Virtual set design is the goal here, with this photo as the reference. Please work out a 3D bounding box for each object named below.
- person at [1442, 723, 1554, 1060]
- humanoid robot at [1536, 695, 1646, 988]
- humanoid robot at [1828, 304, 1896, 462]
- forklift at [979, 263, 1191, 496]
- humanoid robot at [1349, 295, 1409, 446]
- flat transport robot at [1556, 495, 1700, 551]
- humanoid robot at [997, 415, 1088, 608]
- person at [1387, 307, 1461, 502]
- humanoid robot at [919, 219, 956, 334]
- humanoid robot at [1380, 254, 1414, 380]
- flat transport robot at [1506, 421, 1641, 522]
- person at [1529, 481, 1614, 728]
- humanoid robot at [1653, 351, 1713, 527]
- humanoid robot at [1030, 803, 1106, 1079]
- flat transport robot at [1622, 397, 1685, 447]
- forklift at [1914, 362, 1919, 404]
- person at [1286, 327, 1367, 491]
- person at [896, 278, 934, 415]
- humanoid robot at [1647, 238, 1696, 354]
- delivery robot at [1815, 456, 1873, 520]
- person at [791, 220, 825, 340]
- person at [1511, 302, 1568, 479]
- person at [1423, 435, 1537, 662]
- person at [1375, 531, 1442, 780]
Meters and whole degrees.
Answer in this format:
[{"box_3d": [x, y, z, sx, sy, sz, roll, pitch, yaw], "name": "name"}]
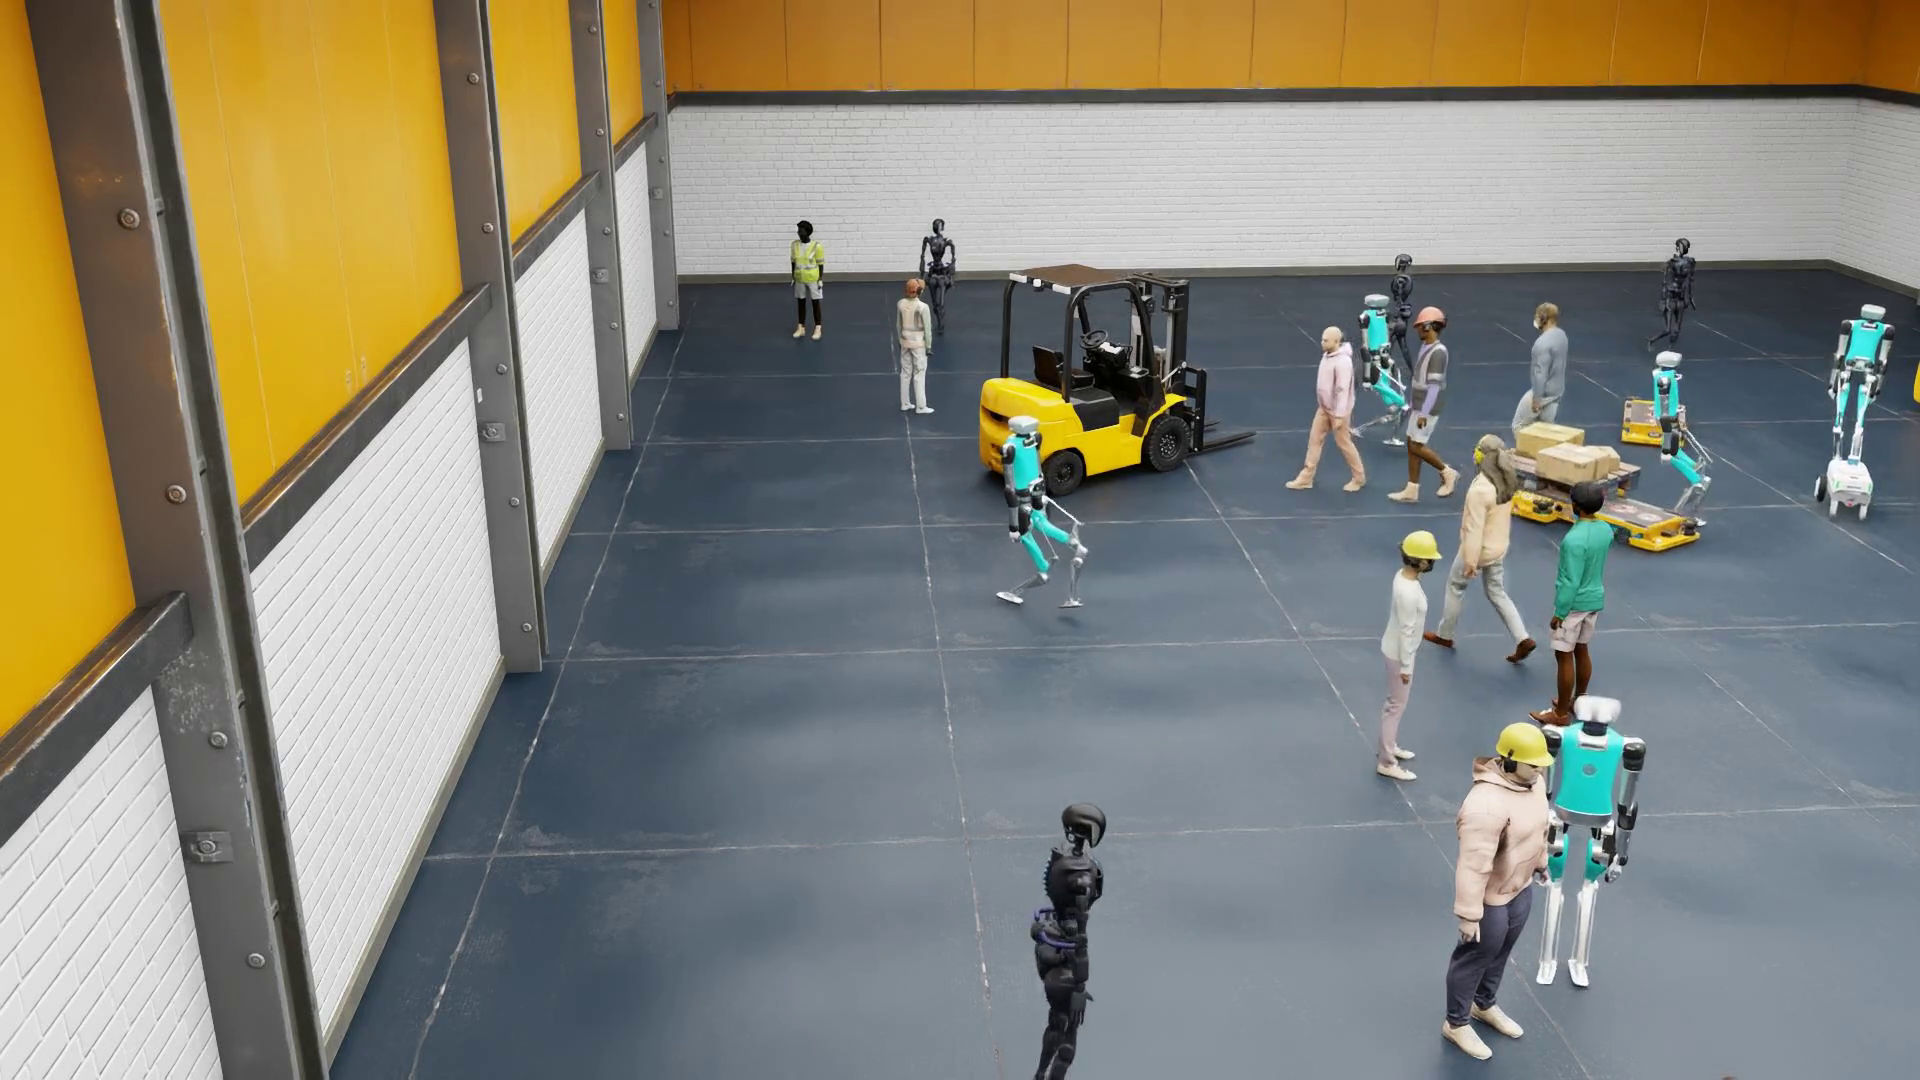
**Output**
[{"box_3d": [2.744, 1.763, 8.527, 0.788, 1.859, 0.432, -19, 27, -41], "name": "person"}, {"box_3d": [3.389, 1.582, 9.105, 0.535, 1.749, 0.668, 8, 21, 20], "name": "humanoid robot"}, {"box_3d": [9.605, -1.539, 17.807, 0.554, 1.861, 0.840, 8, 22, 21], "name": "humanoid robot"}, {"box_3d": [1.315, -1.764, 17.646, 2.313, 2.155, 1.214, -14, 24, -33], "name": "forklift"}, {"box_3d": [4.762, -1.825, 18.441, 0.985, 1.714, 0.559, 18, 27, 41], "name": "humanoid robot"}, {"box_3d": [6.390, -0.222, 16.232, 0.659, 0.231, 1.431, -13, 24, -31], "name": "flat transport robot"}, {"box_3d": [0.750, -0.147, 13.966, 1.036, 1.756, 0.541, 13, 24, 32], "name": "humanoid robot"}, {"box_3d": [4.718, -1.340, 16.777, 0.645, 1.990, 0.648, 1, 20, 2], "name": "person"}, {"box_3d": [-0.341, -3.803, 23.967, 0.600, 1.634, 0.646, 9, 22, 23], "name": "humanoid robot"}, {"box_3d": [5.641, -2.873, 21.478, 0.771, 1.628, 0.597, 7, 21, 18], "name": "humanoid robot"}, {"box_3d": [6.082, -0.482, 16.940, 1.431, 0.231, 0.659, -15, 25, -36], "name": "flat transport robot"}, {"box_3d": [4.475, 0.473, 12.047, 0.509, 1.847, 0.382, -17, 26, -38], "name": "person"}, {"box_3d": [7.026, -0.907, 15.972, 0.875, 1.771, 0.597, 9, 22, 24], "name": "humanoid robot"}, {"box_3d": [0.490, 2.022, 8.095, 0.407, 1.639, 0.609, -3, 20, -8], "name": "humanoid robot"}, {"box_3d": [8.079, -1.374, 19.371, 0.659, 0.231, 1.431, 8, 22, 20], "name": "flat transport robot"}, {"box_3d": [12.602, -2.435, 19.475, 2.313, 2.155, 1.214, -1, 20, -4], "name": "forklift"}, {"box_3d": [3.878, -1.348, 17.161, 0.842, 1.746, 0.556, -4, 21, -10], "name": "person"}, {"box_3d": [-0.546, -2.326, 19.977, 0.522, 1.636, 0.309, 17, 26, 38], "name": "person"}, {"box_3d": [9.658, -3.267, 22.487, 0.589, 1.650, 0.414, -8, 22, -21], "name": "humanoid robot"}, {"box_3d": [8.934, -0.547, 16.730, 0.499, 0.614, 0.812, 8, 21, 20], "name": "delivery robot"}, {"box_3d": [-2.165, -3.696, 23.622, 0.535, 1.695, 0.322, 8, 22, 22], "name": "person"}, {"box_3d": [6.054, -1.540, 17.431, 0.554, 1.914, 0.645, 17, 26, 39], "name": "person"}, {"box_3d": [4.189, 0.069, 13.173, 0.547, 1.841, 0.896, -15, 25, -35], "name": "person"}, {"box_3d": [3.044, 0.772, 11.352, 0.338, 1.761, 0.549, 4, 21, 11], "name": "person"}]
